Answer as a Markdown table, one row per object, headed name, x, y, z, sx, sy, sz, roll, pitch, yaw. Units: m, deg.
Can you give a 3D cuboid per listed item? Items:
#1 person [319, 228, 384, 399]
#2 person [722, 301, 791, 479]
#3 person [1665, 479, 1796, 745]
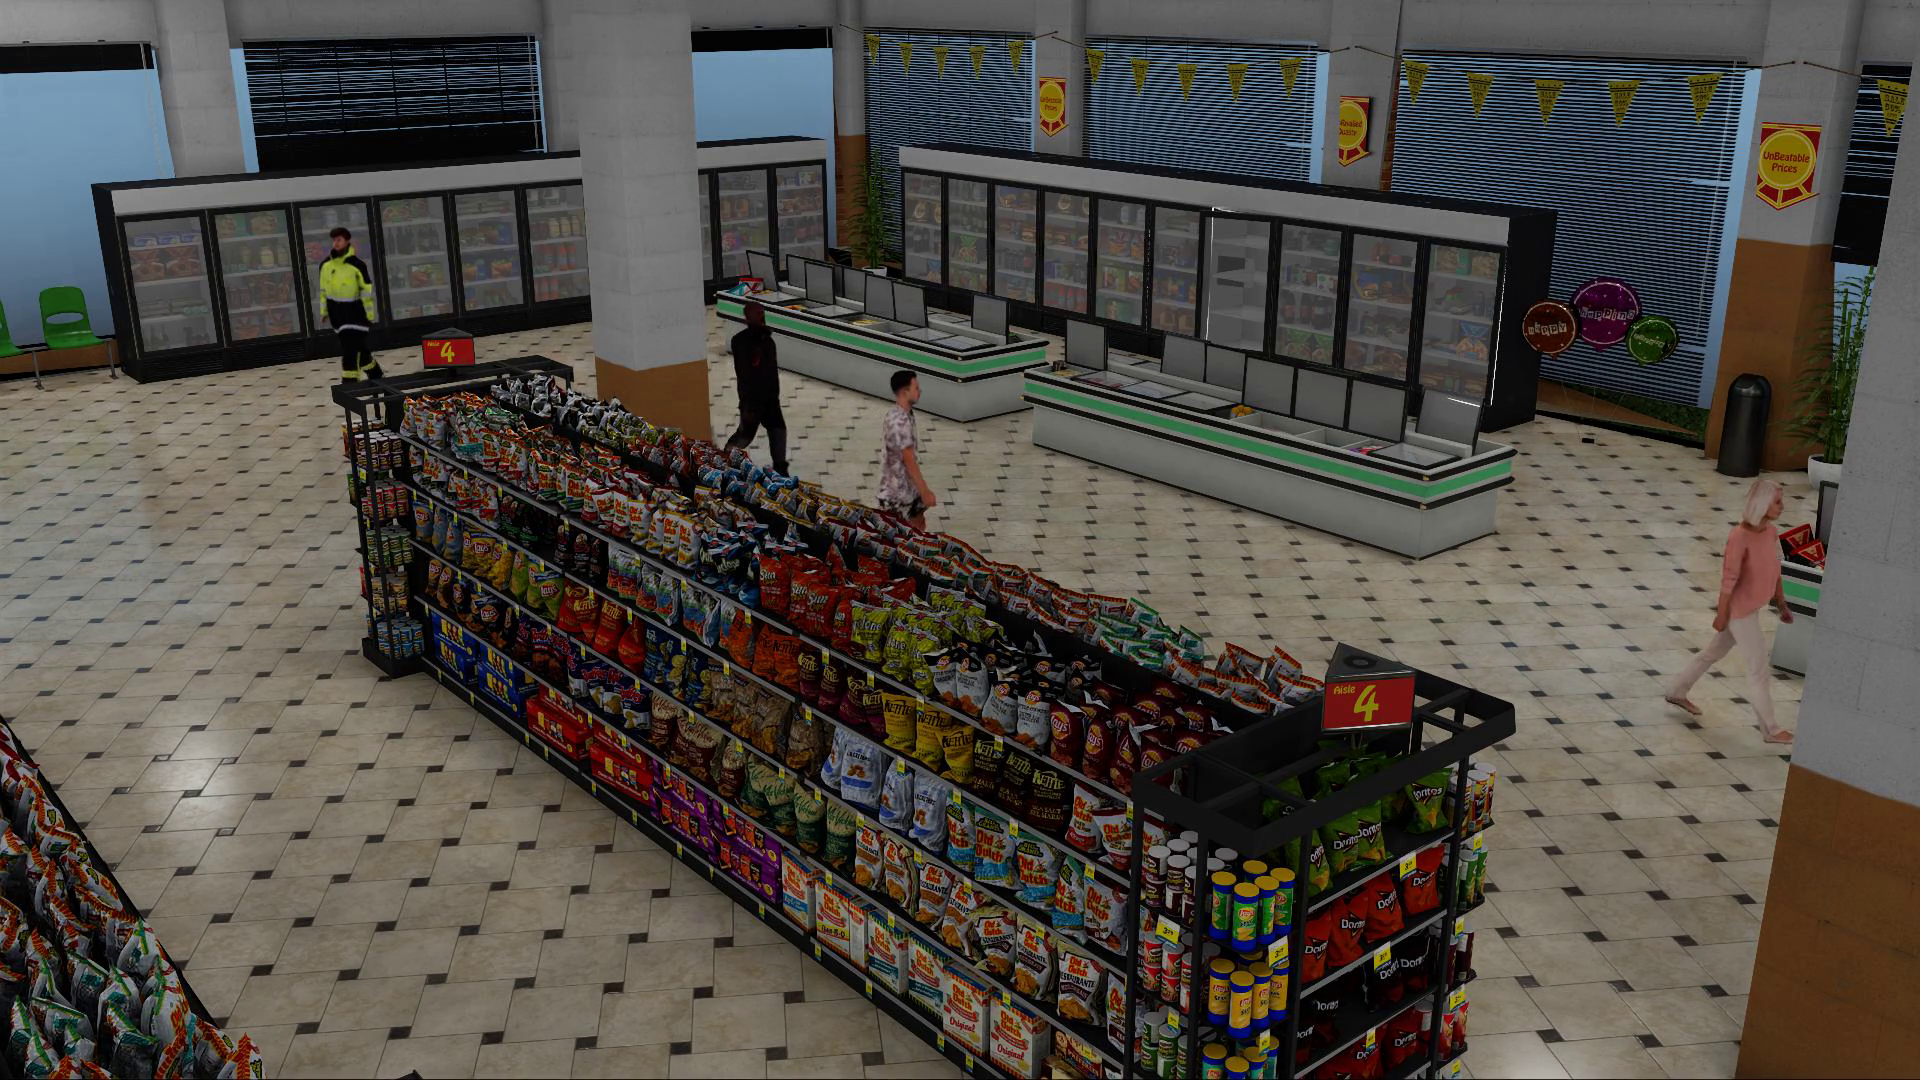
| name | x | y | z | sx | sy | sz | roll | pitch | yaw |
| --- | --- | --- | --- | --- | --- | --- | --- | --- | --- |
| person | -7.013 | -2.630 | 19.241 | 1.287 | 1.942 | 1.215 | 7 | 20 | 19 |
| person | -1.985 | -1.344 | 15.648 | 1.317 | 1.800 | 0.982 | 11 | 22 | 30 |
| person | 4.897 | 0.428 | 10.588 | 0.639 | 1.676 | 1.152 | -17 | 25 | -40 |
